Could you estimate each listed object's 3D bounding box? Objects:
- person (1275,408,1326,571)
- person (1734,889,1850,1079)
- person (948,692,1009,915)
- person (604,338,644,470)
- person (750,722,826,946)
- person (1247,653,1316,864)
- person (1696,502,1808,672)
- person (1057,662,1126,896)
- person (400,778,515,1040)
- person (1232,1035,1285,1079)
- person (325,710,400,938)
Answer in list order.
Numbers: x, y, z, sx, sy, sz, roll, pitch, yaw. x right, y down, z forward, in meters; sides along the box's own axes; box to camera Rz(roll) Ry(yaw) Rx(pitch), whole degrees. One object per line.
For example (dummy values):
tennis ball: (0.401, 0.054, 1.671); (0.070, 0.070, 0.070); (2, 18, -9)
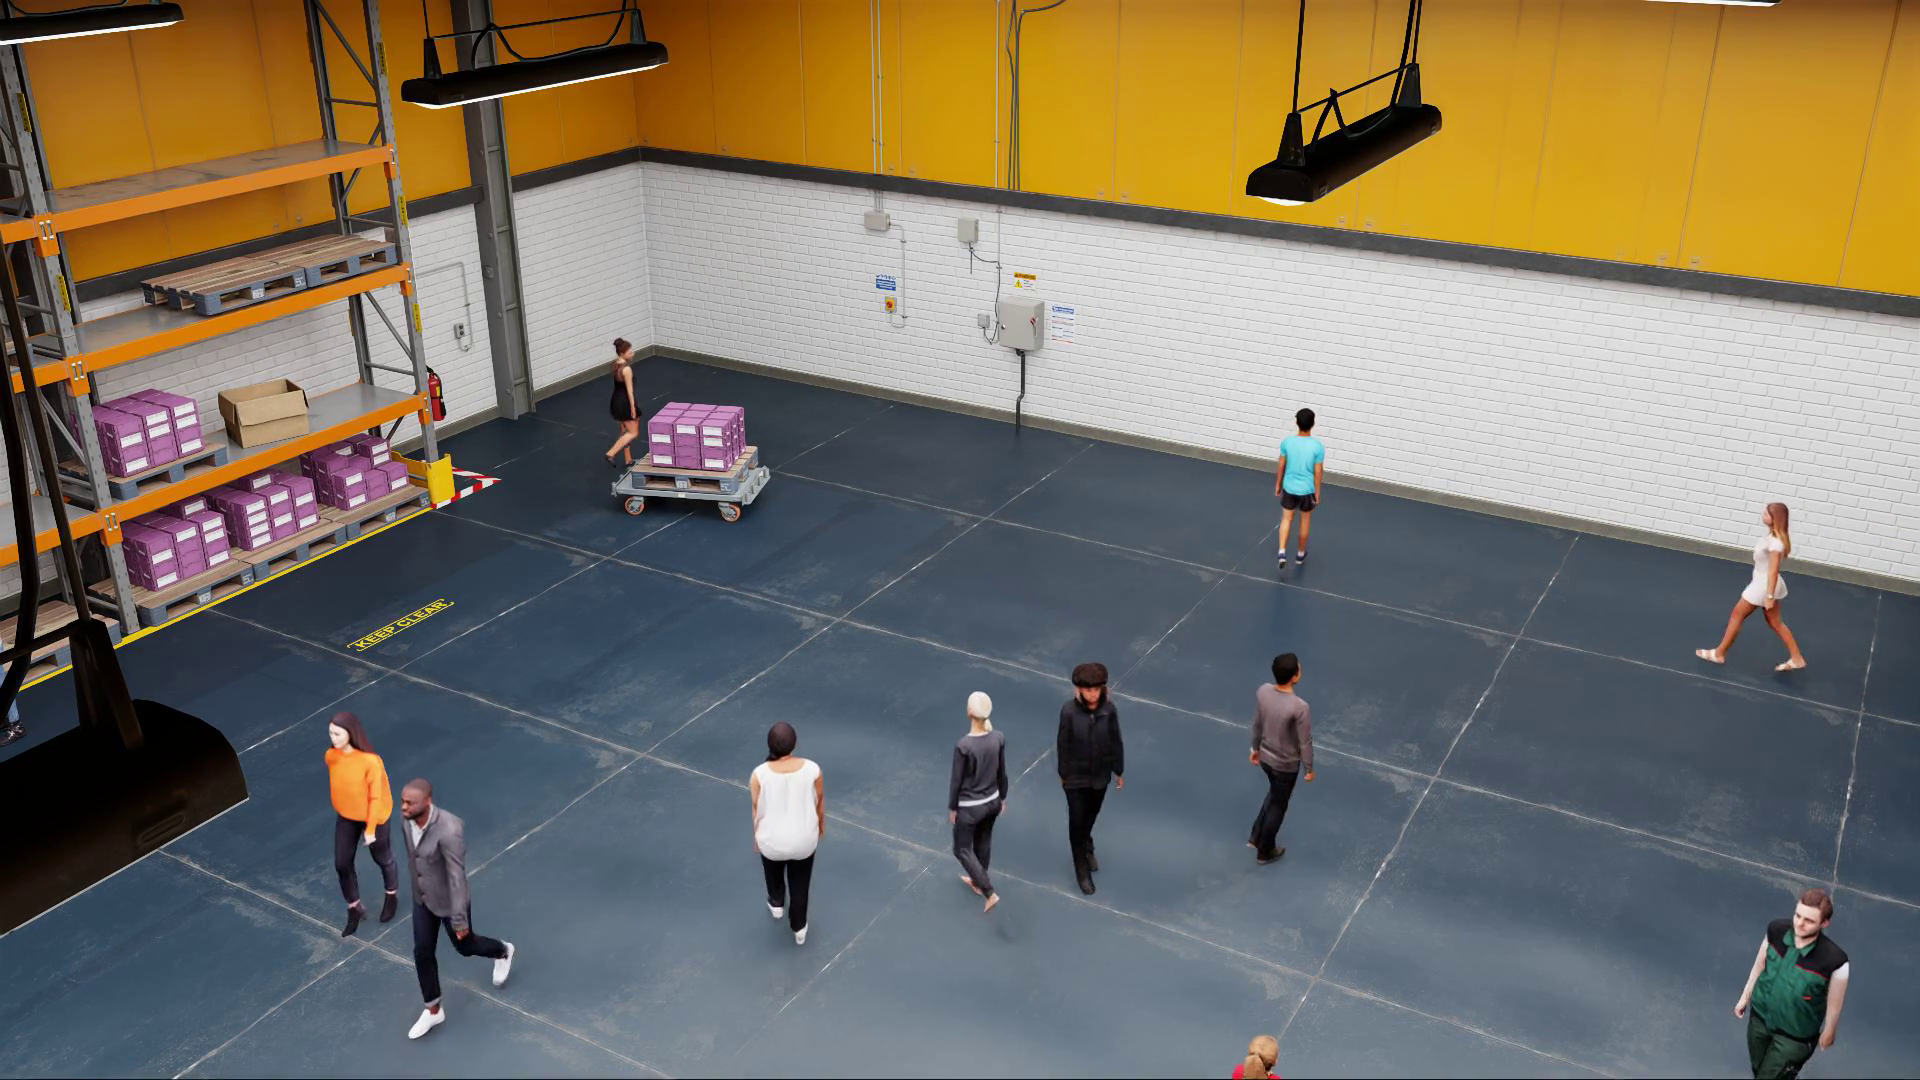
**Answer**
person: (3.506, -0.495, 17.298); (0.693, 1.763, 0.975); (10, 25, 21)
person: (4.872, 2.780, 9.722); (0.850, 1.831, 0.806); (-11, 26, -24)
person: (0.156, 1.901, 11.883); (0.923, 1.710, 0.905); (-14, 27, -29)
person: (-4.085, -1.592, 19.927); (0.893, 1.668, 0.736); (-21, 31, -40)
person: (-1.206, 2.063, 11.564); (0.882, 1.668, 0.956); (-3, 24, -7)
person: (2.311, 1.663, 12.370); (0.793, 1.756, 0.770); (-20, 30, -38)
person: (7.467, 0.476, 15.217); (0.635, 1.651, 1.083); (12, 27, 26)
person: (0.925, 1.662, 12.370); (0.929, 1.758, 0.976); (-8, 25, -17)
person: (-3.305, 2.309, 10.862); (0.764, 1.781, 1.130); (11, 26, 24)
person: (1.612, 3.324, 9.204); (0.523, 1.249, 0.886); (12, 26, 25)
person: (-4.166, 1.933, 11.782); (0.710, 1.732, 0.796); (6, 24, 14)
